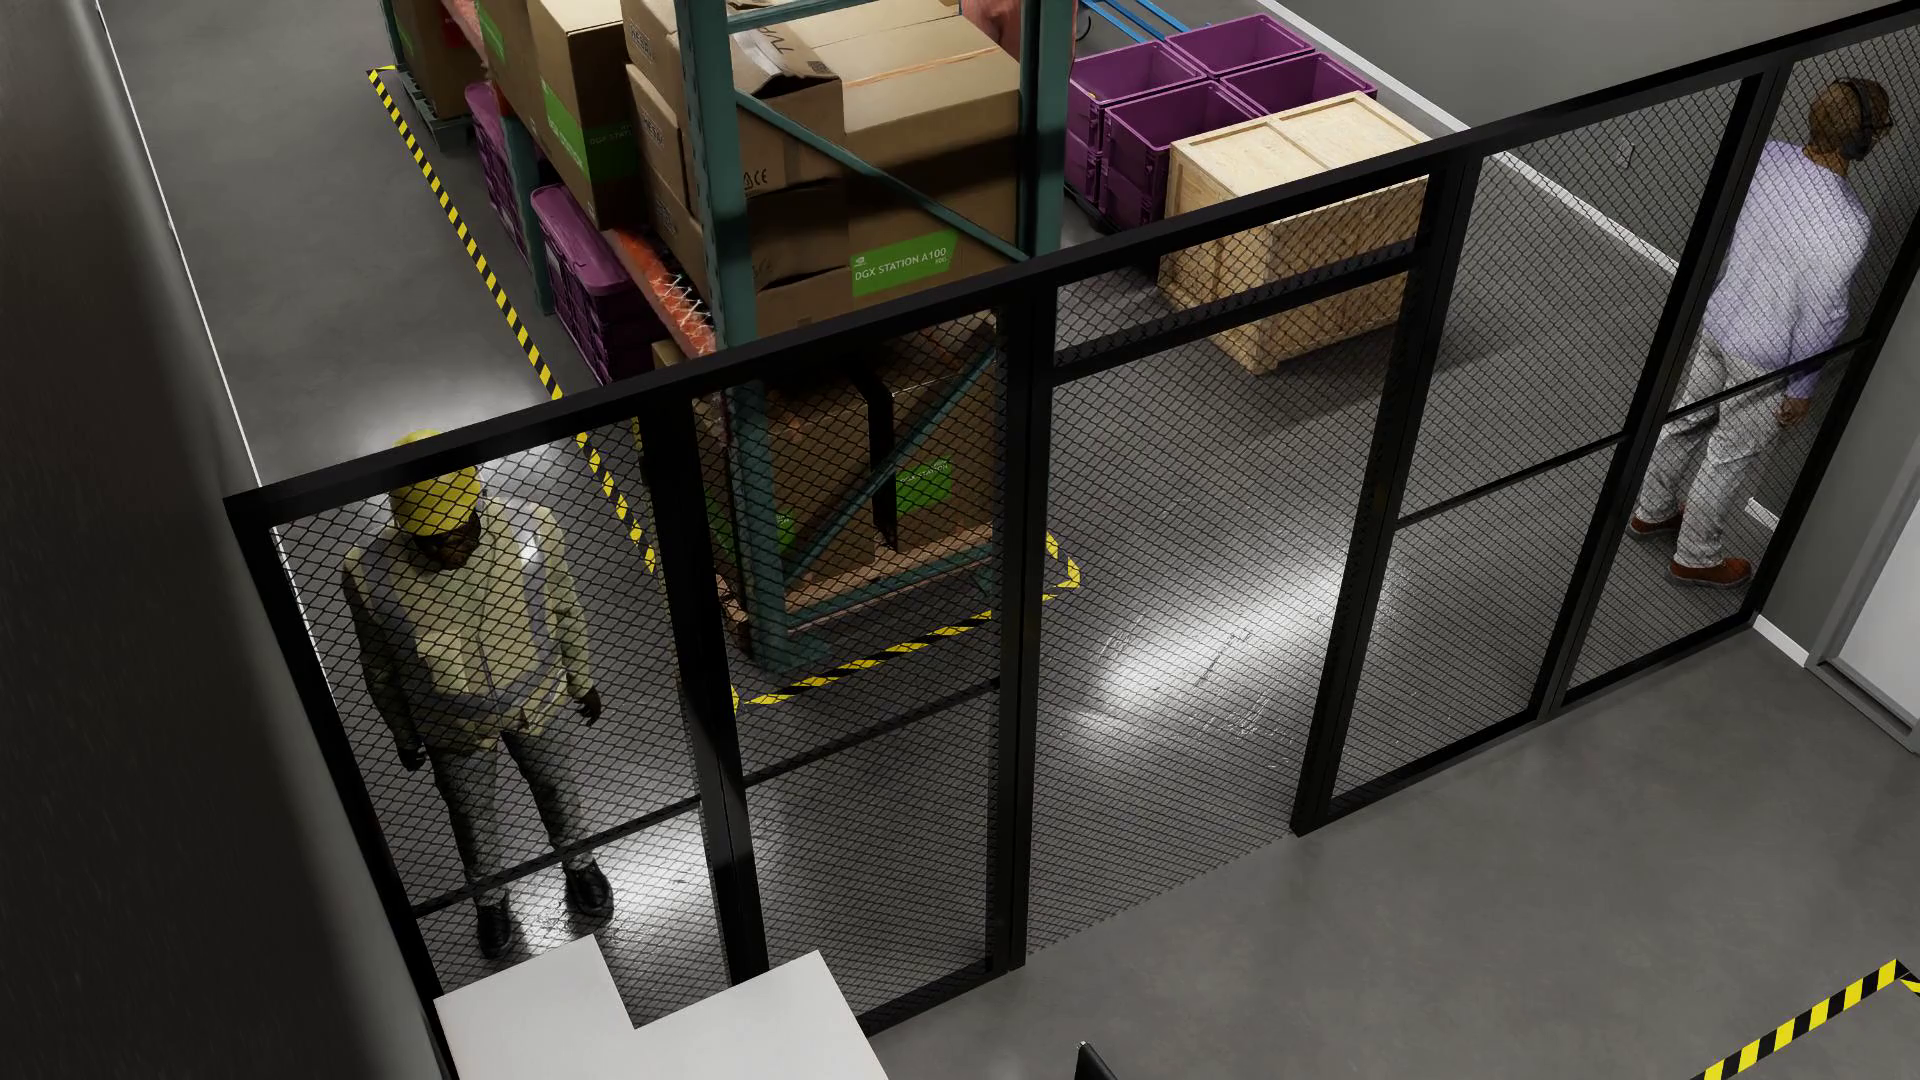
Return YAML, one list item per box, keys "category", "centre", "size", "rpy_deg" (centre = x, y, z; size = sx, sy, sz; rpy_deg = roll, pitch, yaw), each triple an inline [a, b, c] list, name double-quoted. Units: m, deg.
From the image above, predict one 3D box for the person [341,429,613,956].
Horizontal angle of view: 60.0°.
- category: "person"
  centre: [-1.280, 0.436, 4.545]
  size: [0.588, 1.834, 0.403]
  rpy_deg: [-18, 45, -19]

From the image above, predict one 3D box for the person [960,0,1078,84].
- category: "person"
  centre: [0.217, -1.816, 6.890]
  size: [0.623, 1.993, 0.385]
  rpy_deg: [-32, 51, -30]

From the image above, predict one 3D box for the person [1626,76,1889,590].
- category: "person"
  centre: [2.726, -0.674, 5.682]
  size: [0.372, 1.940, 0.627]
  rpy_deg: [-8, 43, -8]
